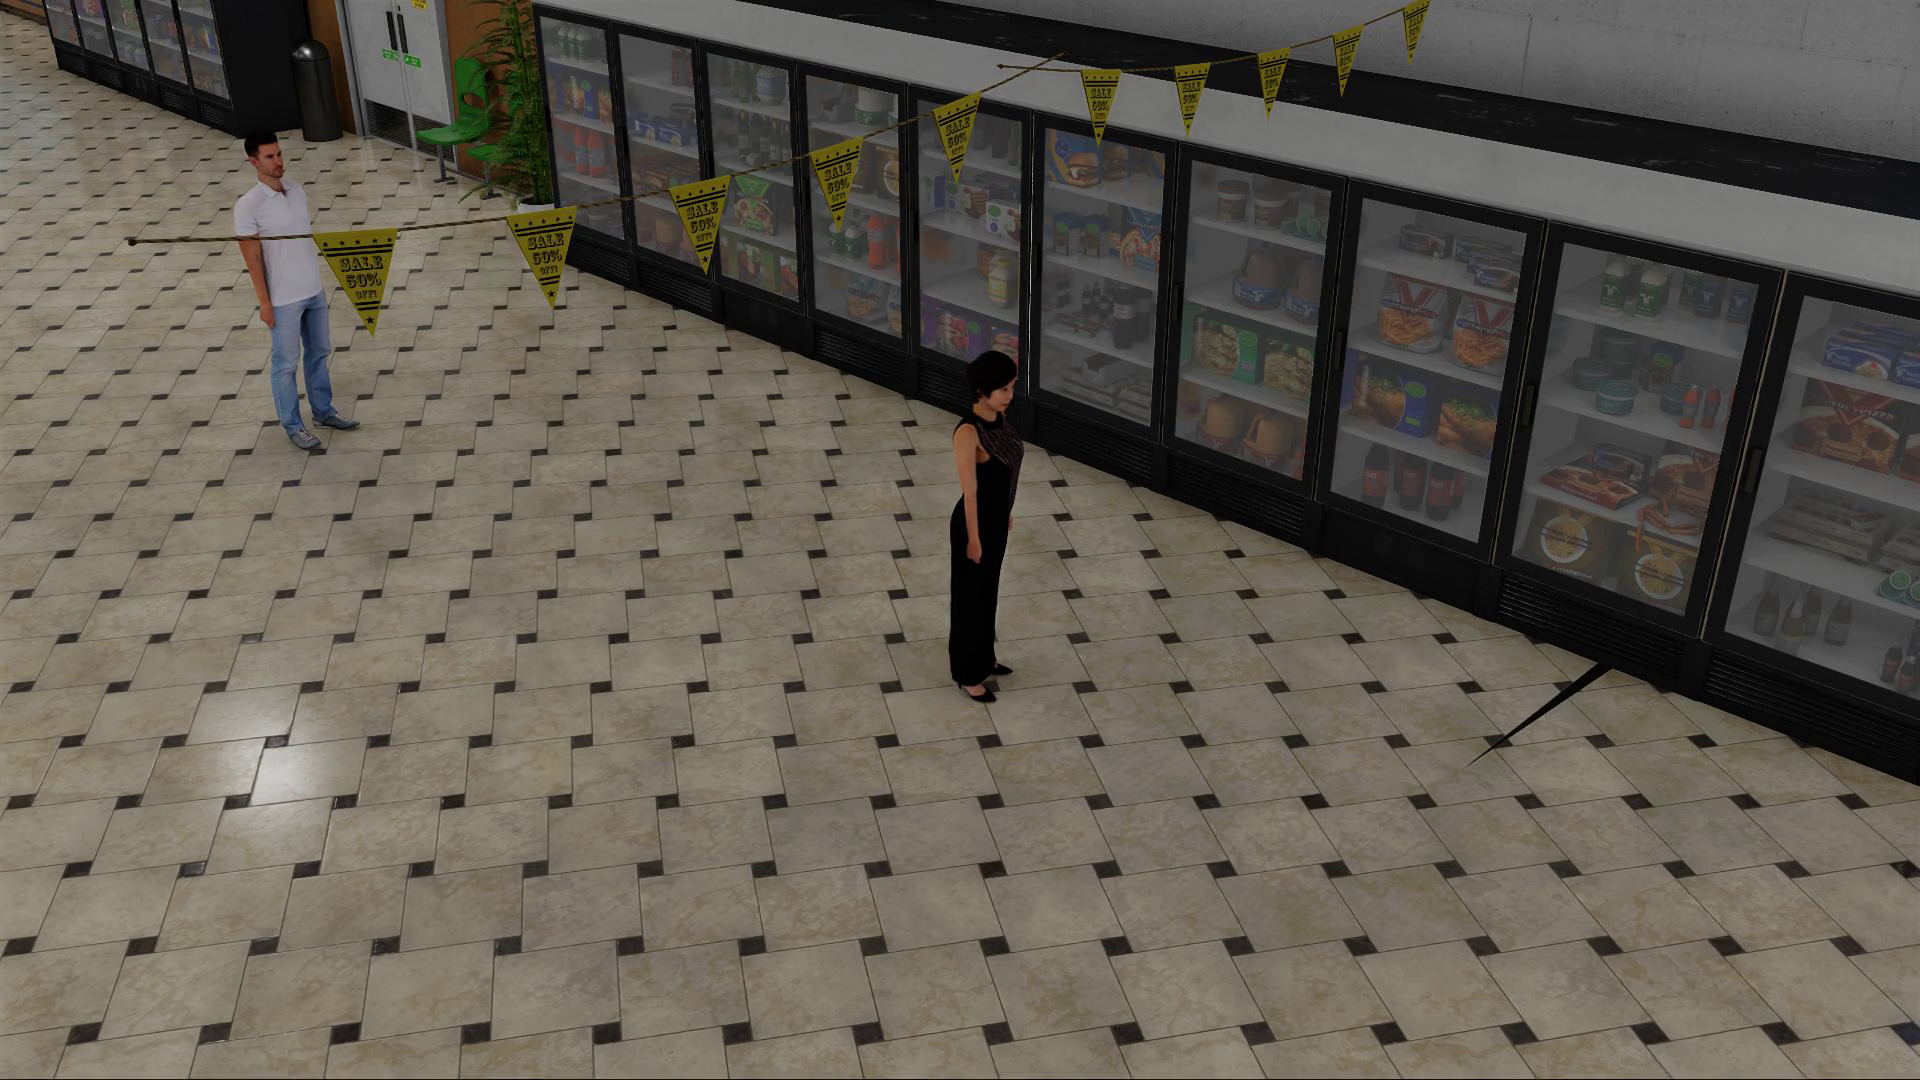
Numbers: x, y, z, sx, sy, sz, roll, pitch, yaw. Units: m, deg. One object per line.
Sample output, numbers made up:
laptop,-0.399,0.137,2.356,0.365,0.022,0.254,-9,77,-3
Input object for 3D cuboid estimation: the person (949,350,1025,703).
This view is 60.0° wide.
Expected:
person,0.089,-0.070,7.297,0.711,1.606,0.585,9,28,18

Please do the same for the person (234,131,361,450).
person,-3.938,-1.480,9.792,0.805,1.864,0.632,11,29,21
